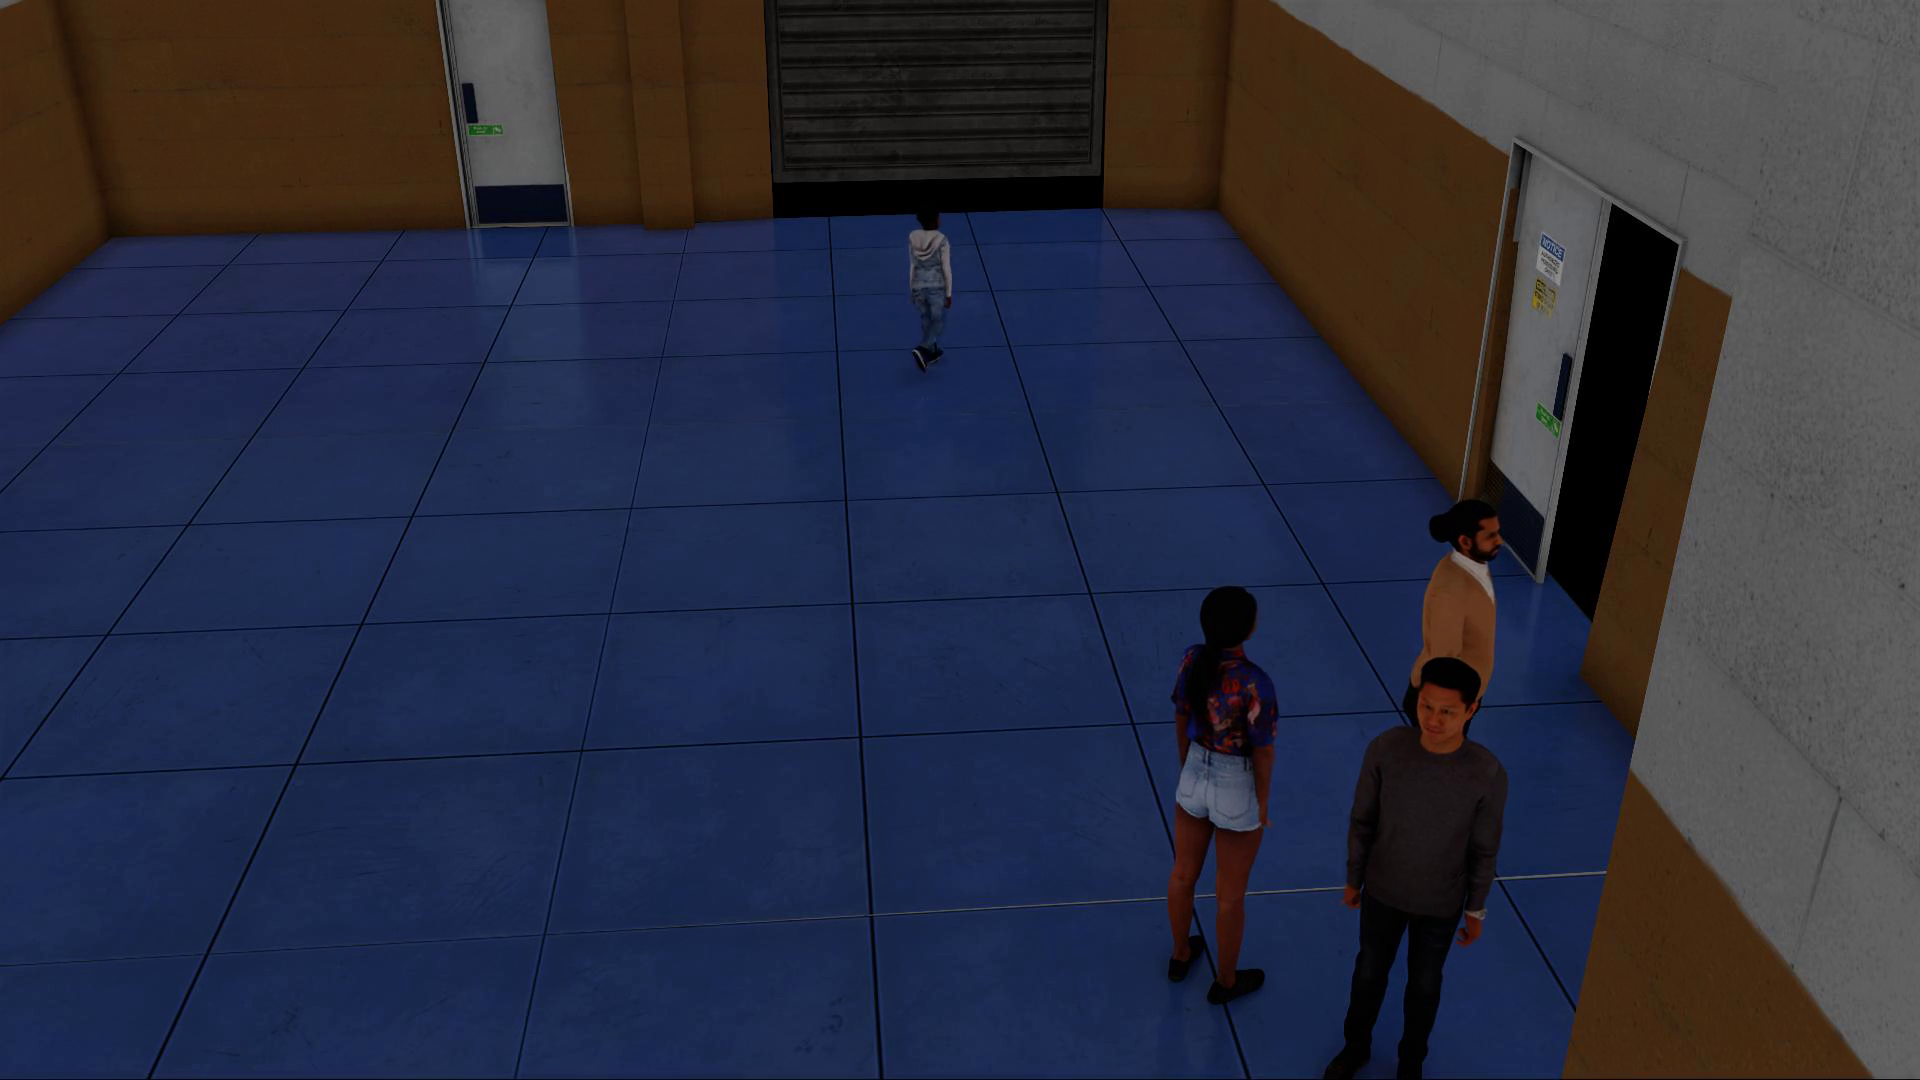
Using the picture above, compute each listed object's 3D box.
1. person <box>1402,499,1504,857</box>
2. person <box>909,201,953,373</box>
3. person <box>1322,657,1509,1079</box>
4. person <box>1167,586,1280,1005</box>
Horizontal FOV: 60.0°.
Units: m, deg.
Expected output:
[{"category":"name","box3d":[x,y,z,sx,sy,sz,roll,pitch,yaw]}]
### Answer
[{"category":"person","box3d":[1.965,0.636,6.724,0.758,1.754,0.751,11,29,21]},{"category":"person","box3d":[-0.249,-1.841,12.176,0.780,1.248,0.754,12,29,22]},{"category":"person","box3d":[1.555,1.173,5.656,0.657,1.768,0.773,-9,28,-16]},{"category":"person","box3d":[0.954,0.938,6.149,0.658,1.741,0.702,24,35,39]}]
